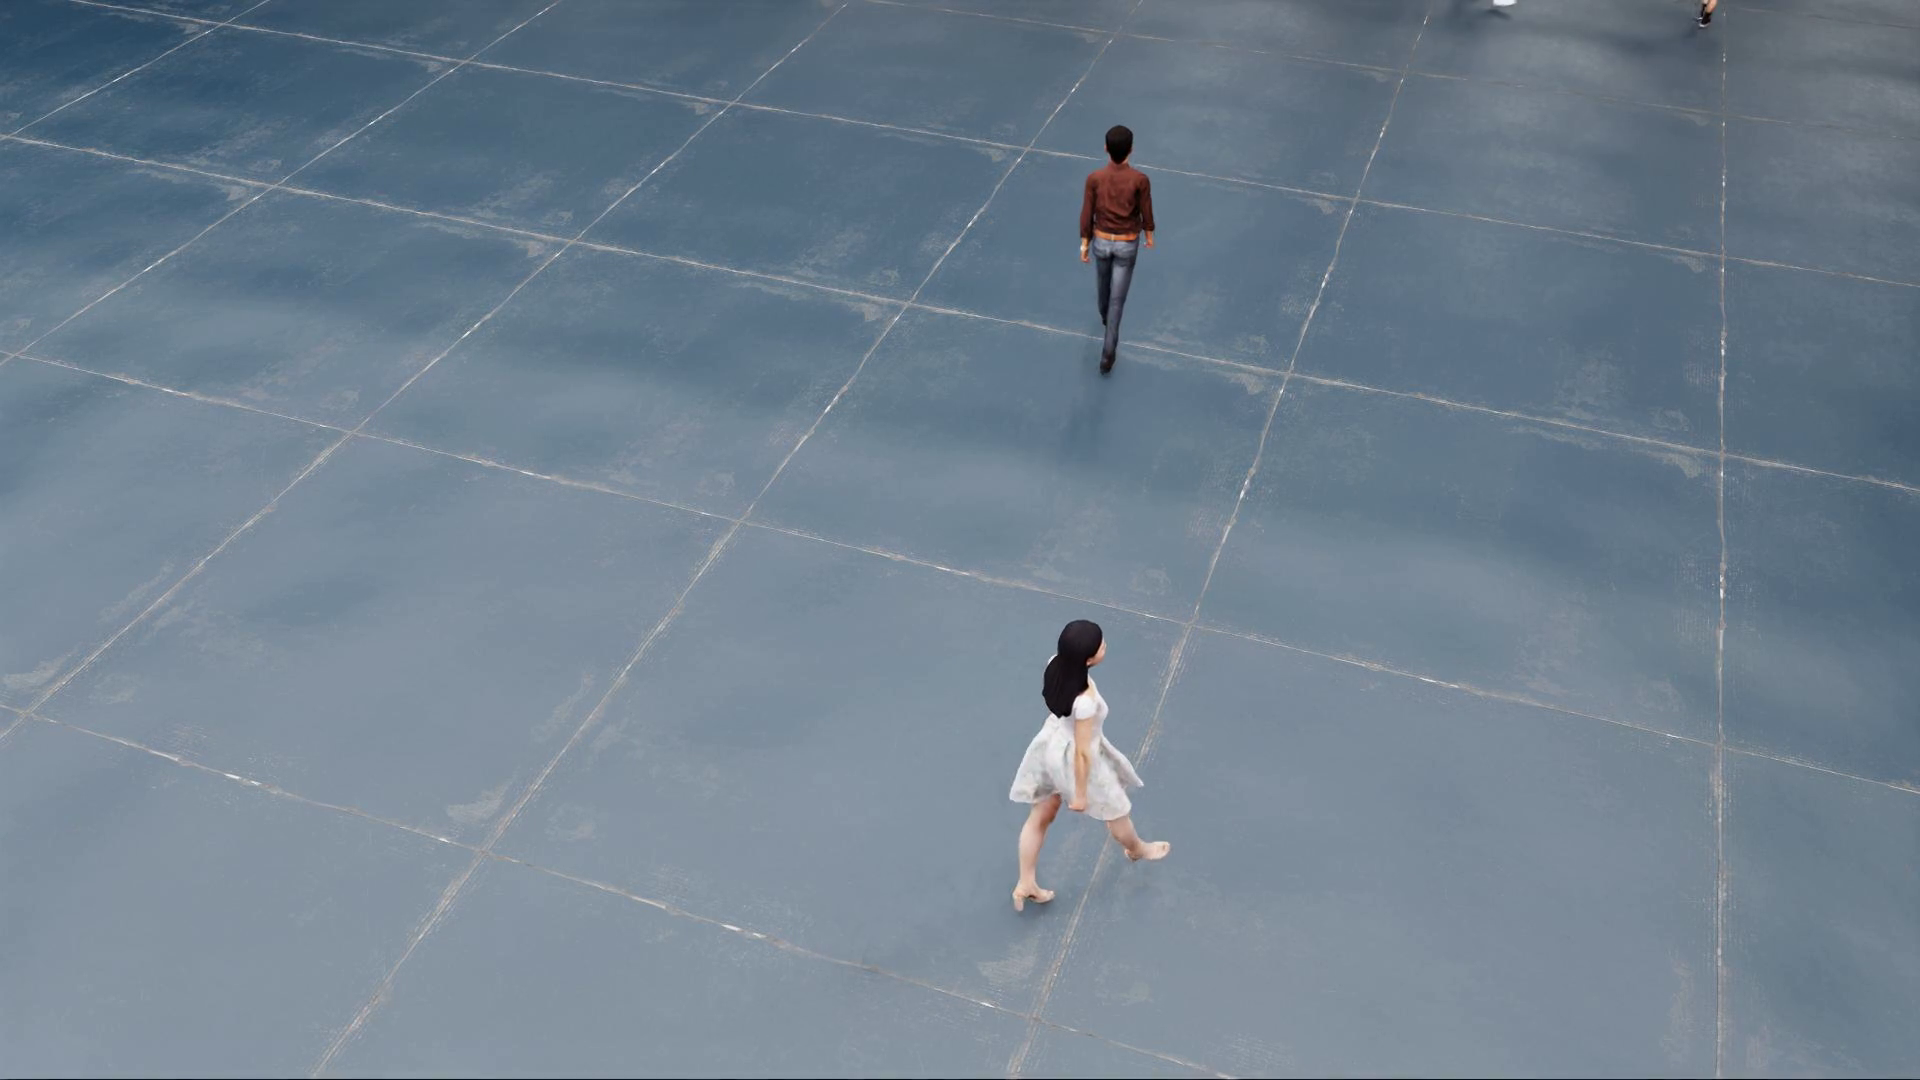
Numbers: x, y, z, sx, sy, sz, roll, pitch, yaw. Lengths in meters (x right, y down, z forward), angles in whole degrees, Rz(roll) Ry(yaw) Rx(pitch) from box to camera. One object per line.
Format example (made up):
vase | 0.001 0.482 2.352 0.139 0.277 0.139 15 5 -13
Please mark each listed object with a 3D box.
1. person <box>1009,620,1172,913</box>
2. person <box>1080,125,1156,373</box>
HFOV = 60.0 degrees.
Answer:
person | 0.439 1.106 7.831 1.130 1.742 1.087 -15 40 -18
person | 1.103 -2.025 11.848 0.735 1.724 1.150 9 39 12
